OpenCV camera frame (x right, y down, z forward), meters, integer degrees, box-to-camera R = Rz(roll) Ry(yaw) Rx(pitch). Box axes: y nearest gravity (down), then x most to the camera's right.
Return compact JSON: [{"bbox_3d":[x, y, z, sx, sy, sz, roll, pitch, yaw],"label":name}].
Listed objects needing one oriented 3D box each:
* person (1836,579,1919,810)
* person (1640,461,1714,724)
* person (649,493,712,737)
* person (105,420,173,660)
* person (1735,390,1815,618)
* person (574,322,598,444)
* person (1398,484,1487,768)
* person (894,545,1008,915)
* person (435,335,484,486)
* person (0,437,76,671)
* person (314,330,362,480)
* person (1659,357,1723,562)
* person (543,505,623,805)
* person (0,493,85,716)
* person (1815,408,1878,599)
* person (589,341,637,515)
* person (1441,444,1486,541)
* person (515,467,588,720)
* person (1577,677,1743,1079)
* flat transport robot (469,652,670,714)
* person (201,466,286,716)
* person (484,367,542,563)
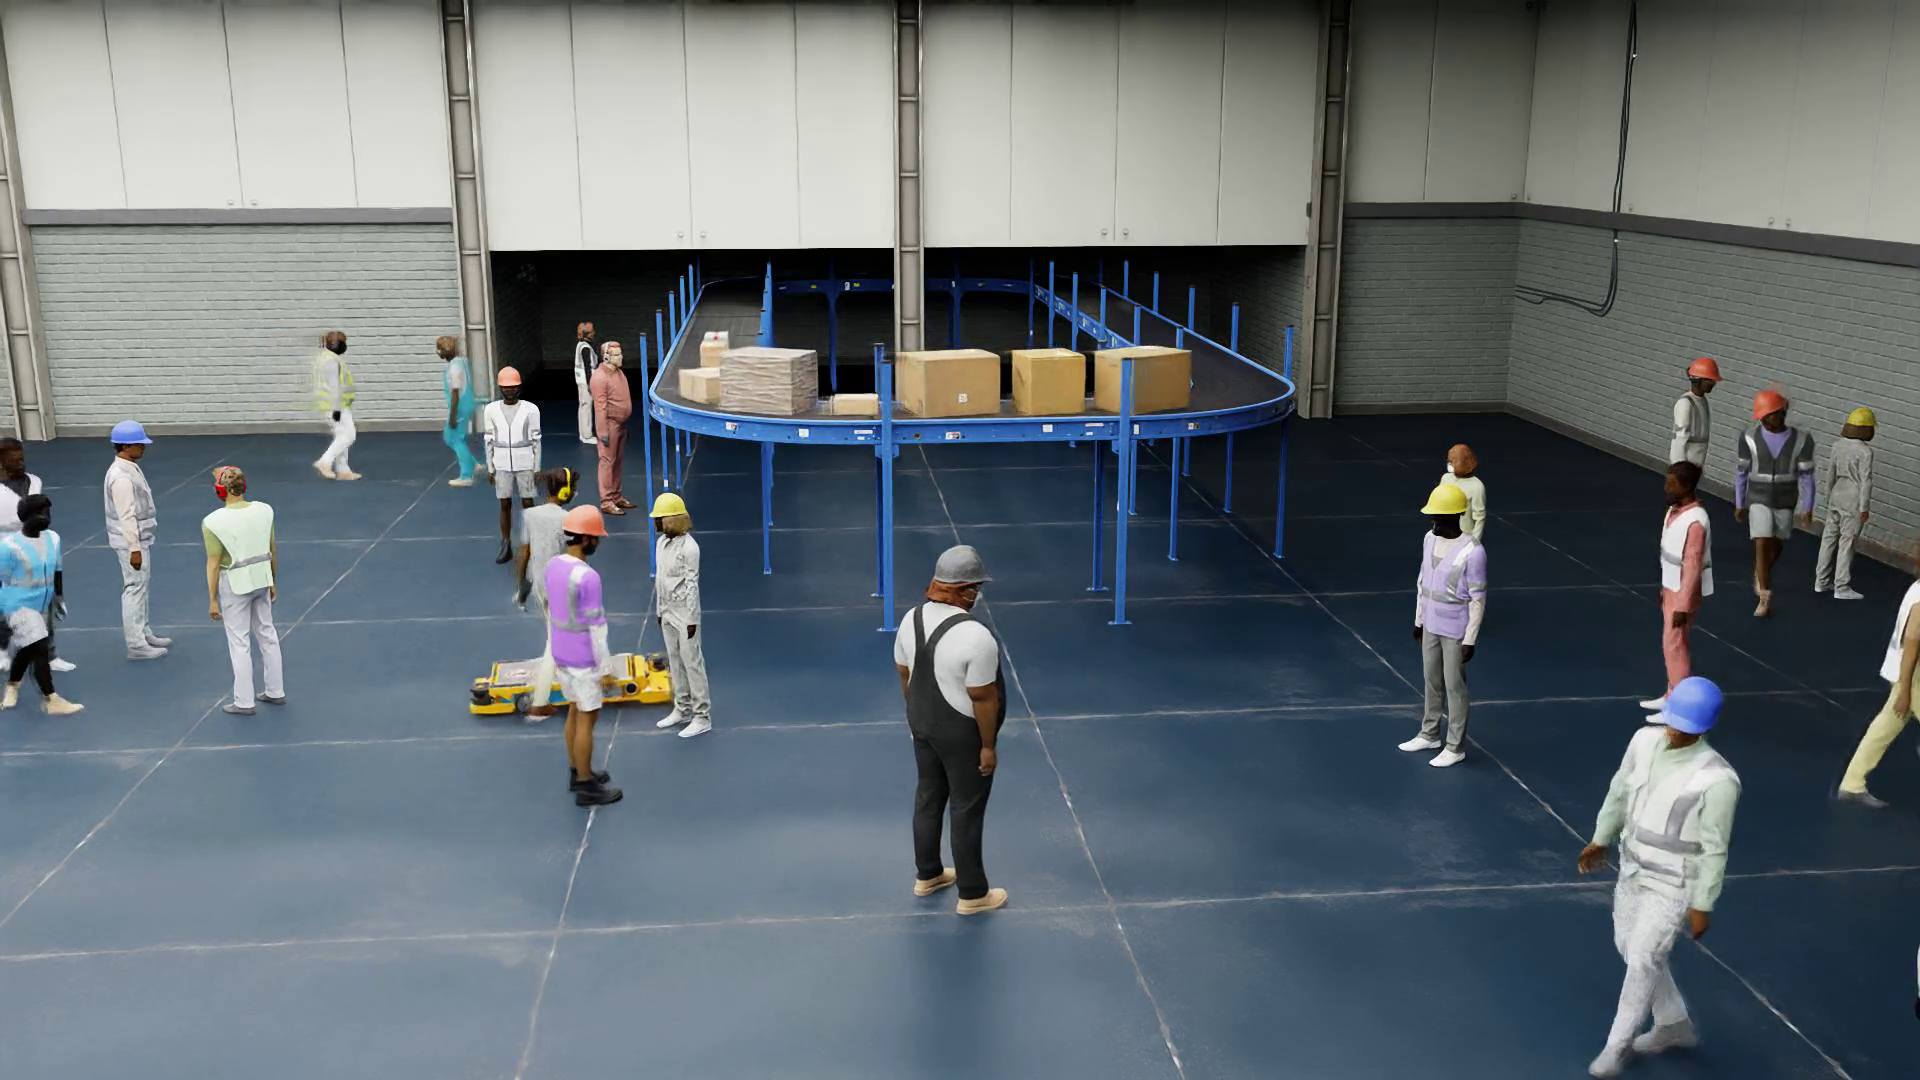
[{"bbox_3d":[5.963,0.866,10.180,0.953,1.790,0.588,9,17,32],"label":"person"},{"bbox_3d":[5.167,0.377,11.930,0.416,1.907,0.589,3,14,10],"label":"person"},{"bbox_3d":[-1.992,0.518,11.707,0.319,1.736,0.485,-11,18,-38],"label":"person"},{"bbox_3d":[-6.627,-0.002,13.384,0.415,1.940,0.601,-6,15,-22],"label":"person"},{"bbox_3d":[7.220,-0.369,14.791,0.647,1.976,1.006,6,15,24],"label":"person"},{"bbox_3d":[-5.034,-2.118,22.440,0.314,1.640,0.516,-5,15,-18],"label":"person"},{"bbox_3d":[3.236,0.567,11.120,0.377,1.922,0.593,-6,15,-22],"label":"person"},{"bbox_3d":[-0.001,1.012,9.107,0.535,2.000,0.684,-12,19,-40],"label":"person"},{"bbox_3d":[-5.963,-1.517,19.656,0.392,1.826,0.535,-4,14,-14],"label":"person"},{"bbox_3d":[-7.320,0.129,12.929,0.519,1.898,0.599,3,14,13],"label":"person"},{"bbox_3d":[-7.510,-1.604,20.030,0.465,1.817,0.647,-5,15,-20],"label":"person"},{"bbox_3d":[7.148,-0.769,16.231,0.396,2.038,0.615,11,18,37],"label":"person"},{"bbox_3d":[-2.368,0.722,10.529,0.408,1.917,0.560,-12,19,-40],"label":"person"},{"bbox_3d":[-6.813,0.464,12.095,0.732,1.648,0.530,2,14,9],"label":"person"},{"bbox_3d":[8.090,-0.339,15.117,0.315,1.741,0.493,-3,14,-12],"label":"person"},{"bbox_3d":[-3.819,-1.244,18.404,0.401,1.910,0.641,3,14,11],"label":"person"},{"bbox_3d":[4.183,-0.005,14.000,0.292,1.632,0.502,-7,16,-26],"label":"person"},{"bbox_3d":[-2.961,0.365,12.163,0.623,1.813,0.894,6,15,23],"label":"person"},{"bbox_3d":[3.135,1.486,7.460,0.603,1.916,0.707,-4,15,-15],"label":"person"},{"bbox_3d":[-2.922,1.063,12.494,1.431,0.197,0.652,-3,14,-12],"label":"flat transport robot"},{"bbox_3d":[-5.195,0.368,12.100,0.388,1.838,0.562,8,16,29],"label":"person"},{"bbox_3d":[-4.368,-0.734,16.291,0.545,1.942,0.349,-1,14,-5],"label":"person"}]
